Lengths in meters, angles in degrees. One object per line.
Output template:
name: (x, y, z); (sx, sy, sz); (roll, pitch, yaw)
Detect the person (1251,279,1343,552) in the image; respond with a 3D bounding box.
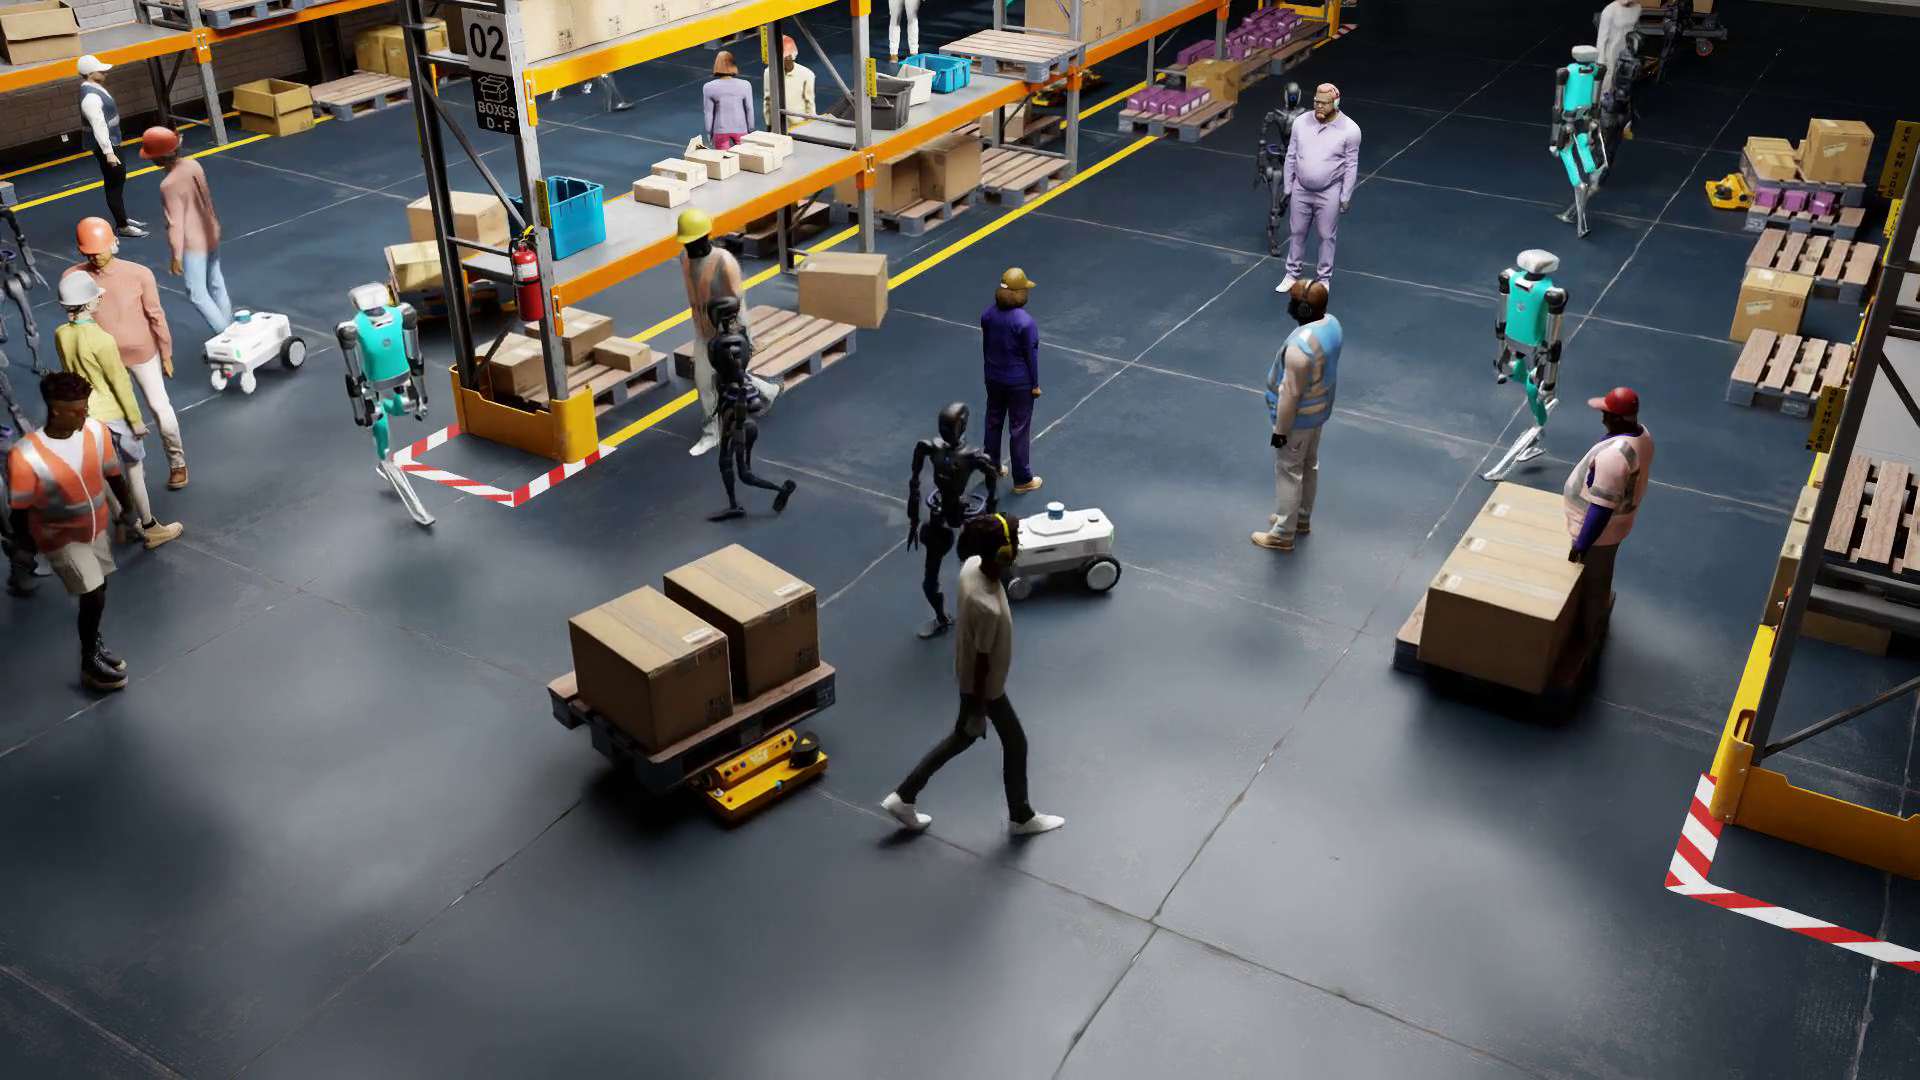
person: (2.192, -0.813, 10.795); (0.429, 1.837, 0.627); (18, 34, 29)

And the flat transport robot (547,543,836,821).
flat transport robot: (-1.441, 1.019, 9.138); (0.659, 0.231, 1.431); (-26, 38, -38)

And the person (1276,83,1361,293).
person: (3.156, -3.083, 14.733); (0.651, 1.906, 0.412); (15, 33, 25)

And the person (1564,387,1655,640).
person: (3.663, -0.079, 9.574); (0.420, 1.752, 0.599); (19, 34, 29)

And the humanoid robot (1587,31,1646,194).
humanoid robot: (6.928, -4.505, 17.466); (0.599, 1.657, 0.315); (-23, 37, -34)

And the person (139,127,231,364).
person: (-6.197, -2.422, 13.530); (0.378, 1.962, 0.769); (2, 30, 3)

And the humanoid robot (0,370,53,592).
humanoid robot: (-5.974, -0.487, 10.369); (0.395, 1.655, 0.600); (12, 32, 20)

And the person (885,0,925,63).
person: (-0.742, -7.403, 22.343); (0.626, 1.940, 0.373); (-3, 30, -5)

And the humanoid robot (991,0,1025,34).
humanoid robot: (0.684, -7.668, 23.000); (0.969, 1.716, 0.538); (-22, 36, -33)

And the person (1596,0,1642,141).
person: (7.591, -5.520, 19.090); (0.642, 1.868, 0.497); (-9, 31, -15)

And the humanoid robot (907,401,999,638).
humanoid robot: (-0.028, -0.076, 9.655); (0.584, 1.645, 0.382); (12, 31, 20)

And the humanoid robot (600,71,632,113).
humanoid robot: (-4.271, -6.005, 20.199); (0.561, 1.905, 0.751); (22, 36, 33)

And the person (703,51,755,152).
person: (-2.325, -4.116, 16.841); (0.498, 1.628, 0.292); (-2, 30, -4)

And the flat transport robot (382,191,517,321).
flat transport robot: (-4.542, -2.157, 14.758); (1.431, 0.231, 0.659); (-11, 31, -19)

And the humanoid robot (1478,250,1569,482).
humanoid robot: (4.031, -1.218, 11.587); (1.016, 1.714, 0.543); (-18, 34, -28)

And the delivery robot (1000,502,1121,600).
delivery robot: (0.608, 0.032, 10.564); (0.745, 0.565, 0.499); (-9, 31, -15)

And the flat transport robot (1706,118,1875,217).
flat transport robot: (8.567, -3.583, 17.280); (1.431, 0.231, 0.659); (7, 30, 13)

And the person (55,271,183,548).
person: (-5.501, -0.818, 10.744); (0.485, 1.890, 0.378); (10, 31, 17)

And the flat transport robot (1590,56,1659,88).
flat transport robot: (8.641, -6.145, 21.811); (0.659, 0.231, 1.431); (21, 36, 32)

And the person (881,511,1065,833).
person: (0.054, 0.692, 8.142); (0.868, 1.836, 0.523); (-7, 30, -12)

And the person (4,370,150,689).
person: (-4.974, -0.063, 9.369); (0.603, 1.922, 0.620); (11, 31, 19)

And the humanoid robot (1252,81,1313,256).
humanoid robot: (3.113, -3.594, 15.938); (0.609, 1.629, 0.804); (-4, 30, -7)

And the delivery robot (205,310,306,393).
delivery robot: (-5.708, -1.555, 13.420); (0.499, 0.612, 0.813); (8, 30, 13)

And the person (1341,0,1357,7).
person: (6.018, -9.115, 25.556); (0.340, 1.748, 0.571); (1, 29, 2)

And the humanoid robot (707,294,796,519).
humanoid robot: (-1.423, -0.892, 11.099); (0.587, 1.625, 0.596); (-11, 31, -18)

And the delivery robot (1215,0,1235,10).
delivery robot: (3.877, -8.509, 25.722); (0.816, 0.613, 0.499); (14, 32, 23)

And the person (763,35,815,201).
person: (-1.750, -4.271, 16.995); (0.560, 1.743, 0.342); (9, 31, 16)

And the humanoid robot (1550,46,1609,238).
humanoid robot: (6.154, -3.834, 16.302); (0.551, 1.845, 0.850); (-8, 30, -14)

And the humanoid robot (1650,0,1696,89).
humanoid robot: (9.198, -6.650, 21.261); (0.315, 1.657, 0.599); (25, 38, 37)

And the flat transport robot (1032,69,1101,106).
flat transport robot: (1.185, -5.811, 21.222); (0.659, 0.231, 1.431); (17, 34, 27)

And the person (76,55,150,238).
person: (-8.301, -3.828, 16.198); (0.429, 1.758, 0.746); (-13, 32, -22)

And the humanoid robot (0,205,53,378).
humanoid robot: (-7.627, -2.096, 13.226); (0.534, 1.647, 0.597); (20, 35, 31)

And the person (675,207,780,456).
person: (-1.697, -1.578, 12.111); (0.596, 1.876, 0.794); (20, 35, 31)

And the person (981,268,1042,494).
person: (0.365, -1.111, 11.532); (0.455, 1.619, 0.353); (23, 37, 35)

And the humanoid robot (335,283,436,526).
humanoid robot: (-3.942, -0.959, 11.214); (0.555, 1.763, 1.058); (-24, 37, -36)

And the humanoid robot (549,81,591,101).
humanoid robot: (-4.974, -6.341, 20.739); (0.581, 1.832, 0.920); (13, 32, 22)

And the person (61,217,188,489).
person: (-5.744, -1.270, 11.450); (0.611, 1.986, 0.403); (-6, 30, -10)
